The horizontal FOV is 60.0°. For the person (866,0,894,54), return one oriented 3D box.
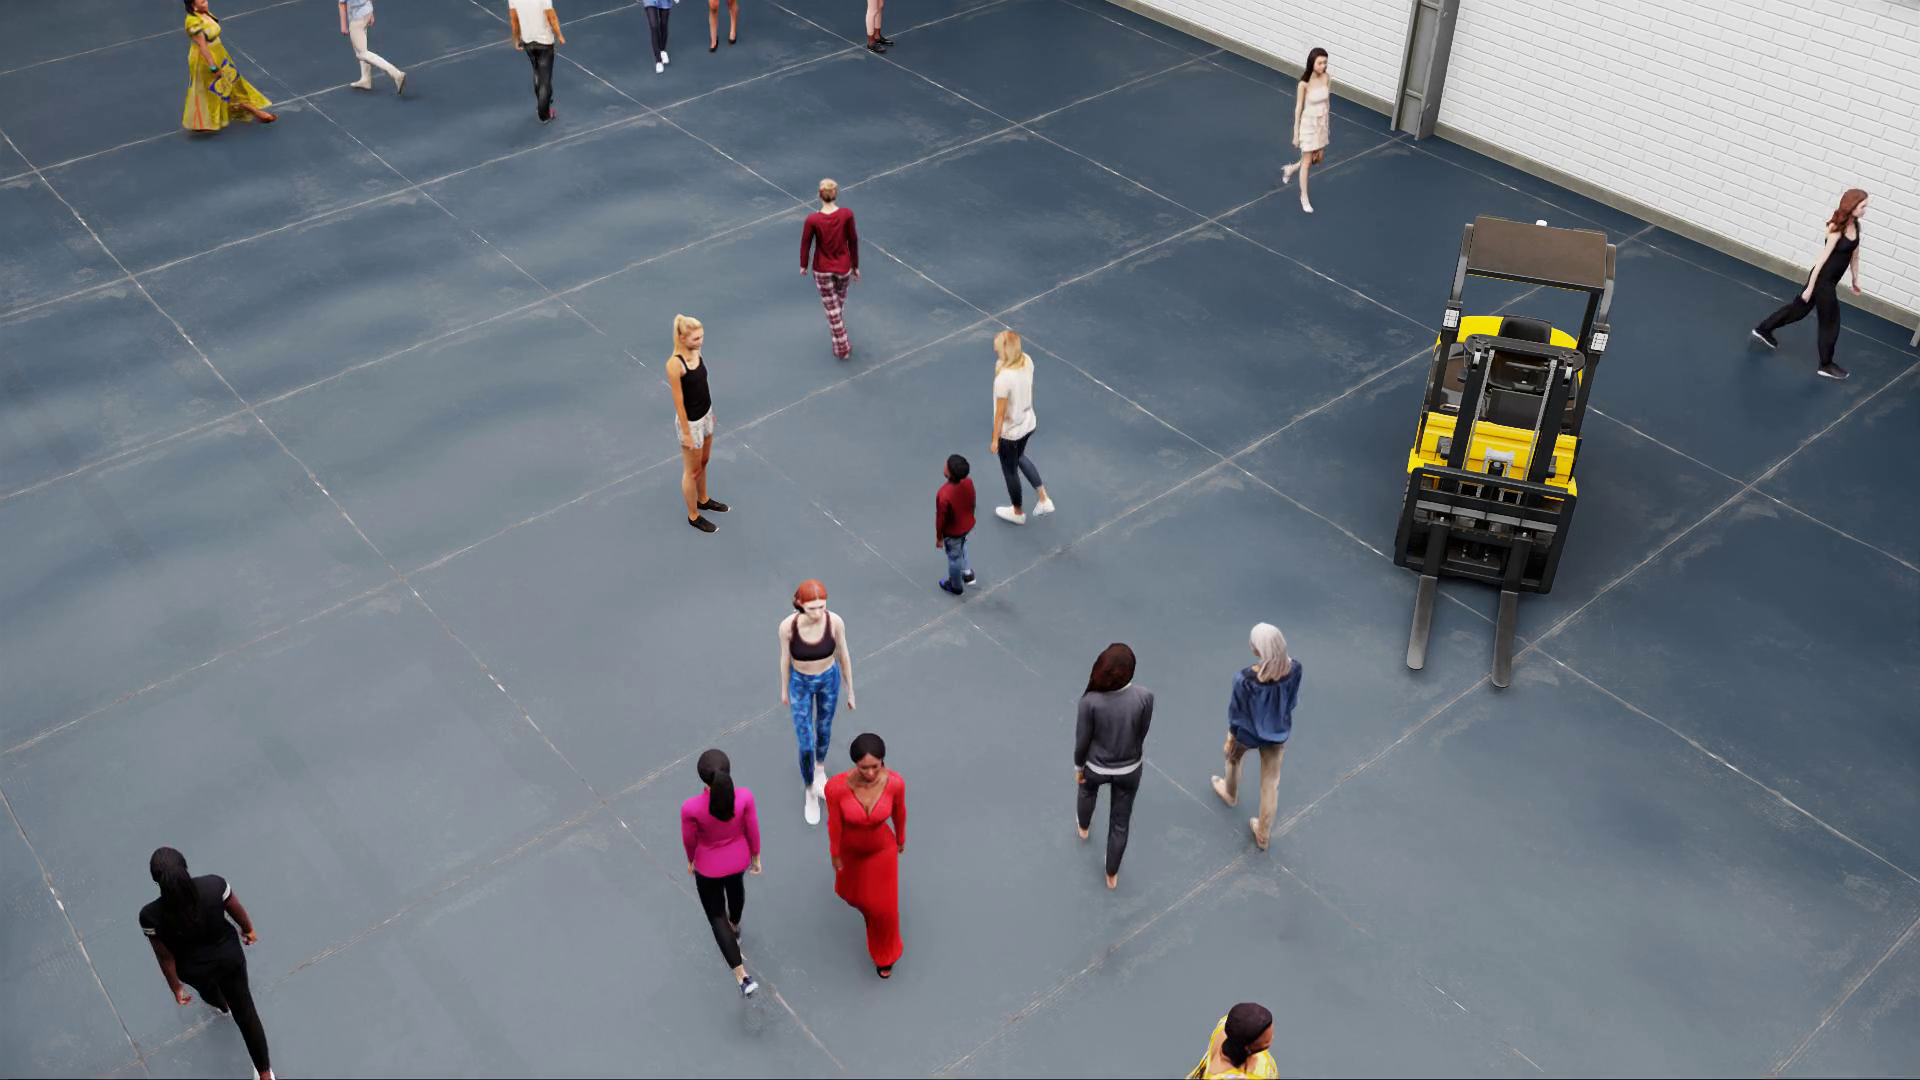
[{"bbox_3d":[-1.023,-6.827,20.217,0.698,1.721,0.698,14,41,17],"label":"person"}]

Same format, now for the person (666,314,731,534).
[{"bbox_3d":[-2.041,-0.927,12.726,0.708,1.849,0.695,11,40,13],"label":"person"}]

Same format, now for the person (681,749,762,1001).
[{"bbox_3d":[-1.310,1.883,9.355,0.755,1.675,1.094,-15,41,-18],"label":"person"}]

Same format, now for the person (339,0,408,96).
[{"bbox_3d":[-6.818,-5.971,19.061,1.151,1.825,1.050,7,39,9],"label":"person"}]

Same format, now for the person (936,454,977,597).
[{"bbox_3d":[0.022,-0.086,12.152,0.532,1.251,0.542,29,47,31],"label":"person"}]

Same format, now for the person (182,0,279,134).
[{"bbox_3d":[-8.343,-5.232,18.325,1.245,1.599,1.298,-4,39,-5],"label":"person"}]

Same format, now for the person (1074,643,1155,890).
[{"bbox_3d":[0.917,1.398,9.900,0.912,1.743,0.992,1,39,1],"label":"person"}]

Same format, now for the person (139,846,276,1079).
[{"bbox_3d":[-3.937,2.305,8.816,0.704,1.678,1.204,-23,44,-26],"label":"person"}]

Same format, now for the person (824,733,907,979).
[{"bbox_3d":[-0.547,1.706,9.513,0.943,1.755,1.085,-4,39,-5],"label":"person"}]

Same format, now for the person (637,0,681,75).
[{"bbox_3d":[-3.611,-6.519,19.785,0.942,1.779,1.106,-8,39,-10],"label":"person"}]

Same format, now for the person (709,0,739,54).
[{"bbox_3d":[-2.862,-6.844,20.298,0.924,1.646,0.921,9,40,12],"label":"person"}]

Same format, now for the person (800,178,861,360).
[{"bbox_3d":[-1.103,-2.360,14.661,0.864,1.672,1.075,-13,40,-15],"label":"person"}]

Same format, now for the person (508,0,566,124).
[{"bbox_3d":[-4.743,-5.520,18.536,0.876,1.786,0.923,10,40,12],"label":"person"}]

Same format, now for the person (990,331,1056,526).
[{"bbox_3d":[0.494,-0.789,12.607,0.816,1.783,0.728,25,45,27],"label":"person"}]

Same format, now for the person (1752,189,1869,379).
[{"bbox_3d":[7.491,-2.310,14.576,0.611,1.702,1.155,-29,47,-31],"label":"person"}]

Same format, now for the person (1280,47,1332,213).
[{"bbox_3d":[3.527,-4.199,16.926,0.662,1.722,0.832,-20,43,-23],"label":"person"}]

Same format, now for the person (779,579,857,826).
[{"bbox_3d":[-0.925,0.905,10.500,0.782,1.776,0.889,-8,39,-10],"label":"person"}]

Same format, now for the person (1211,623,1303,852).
[{"bbox_3d":[1.862,1.254,10.144,0.852,1.674,0.991,-9,40,-11],"label":"person"}]

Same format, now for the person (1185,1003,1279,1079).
[{"bbox_3d":[1.302,2.826,8.187,0.944,1.650,0.884,3,39,4],"label":"person"}]
